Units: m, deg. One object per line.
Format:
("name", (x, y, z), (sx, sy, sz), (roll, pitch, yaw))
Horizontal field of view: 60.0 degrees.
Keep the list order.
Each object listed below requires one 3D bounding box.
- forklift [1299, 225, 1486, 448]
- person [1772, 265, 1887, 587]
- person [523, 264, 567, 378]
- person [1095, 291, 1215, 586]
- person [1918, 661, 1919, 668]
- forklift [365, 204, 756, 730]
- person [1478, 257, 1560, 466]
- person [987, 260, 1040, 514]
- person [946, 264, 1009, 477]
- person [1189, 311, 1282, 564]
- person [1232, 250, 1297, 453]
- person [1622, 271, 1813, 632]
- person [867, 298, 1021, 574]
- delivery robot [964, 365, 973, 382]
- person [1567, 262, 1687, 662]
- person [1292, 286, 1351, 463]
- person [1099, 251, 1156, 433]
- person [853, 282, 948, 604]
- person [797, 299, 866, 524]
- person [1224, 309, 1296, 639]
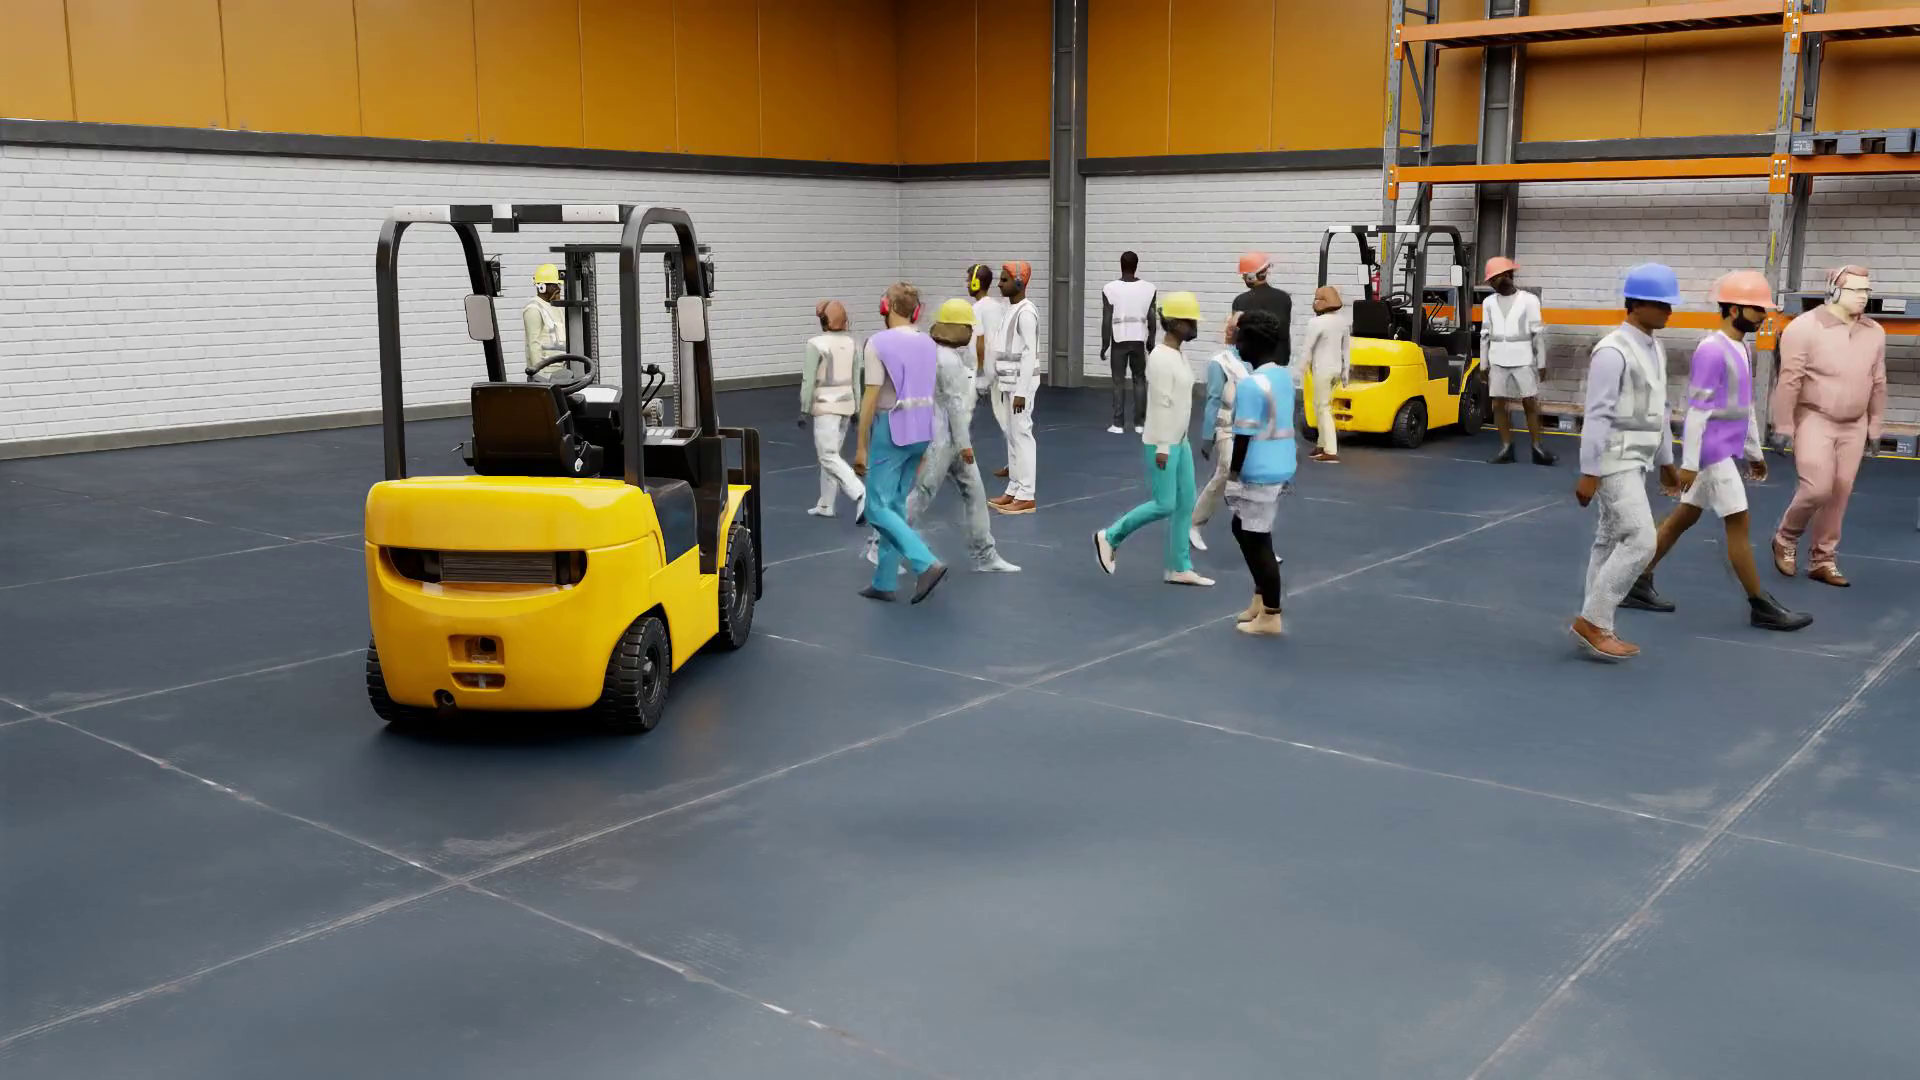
("forklift", (4.449, -2.115, 16.993), (1.214, 2.155, 2.313), (8, 13, 38))
("person", (5.132, -0.663, 9.782), (0.673, 1.889, 0.418), (-2, 10, -10))
("person", (-3.696, -1.563, 14.969), (0.403, 1.824, 0.593), (1, 10, 7))
("person", (1.164, -0.586, 9.749), (0.618, 1.743, 0.523), (5, 11, 25))
("person", (4.793, -0.319, 7.754), (0.372, 1.940, 0.631), (9, 14, 41))
("forklift", (-1.766, -0.406, 7.525), (1.214, 2.155, 2.313), (1, 10, 7))
("person", (5.055, -1.597, 14.996), (0.778, 1.881, 0.412), (8, 13, 37))
("person", (0.416, -1.137, 12.437), (0.355, 1.883, 0.575), (-2, 10, -11))
("person", (0.151, -1.444, 14.305), (0.956, 1.818, 0.558), (5, 12, 27))
("person", (1.730, -0.676, 10.696), (0.862, 1.593, 0.515), (10, 14, 43))
("person", (2.632, -1.514, 14.348), (0.618, 1.952, 0.831), (-3, 11, -19))
("person", (4.041, -0.482, 8.864), (1.007, 1.882, 0.560), (7, 13, 36))
("person", (-0.122, -0.616, 10.098), (0.919, 1.702, 0.473), (1, 10, 6))
("delivery robot", (-0.041, -1.992, 20.593), (0.707, 0.478, 0.477), (-8, 13, -39))
("person", (3.215, -0.361, 8.006), (0.451, 1.925, 0.619), (8, 13, 36))
("person", (3.300, -1.524, 15.308), (0.506, 1.615, 0.553), (-9, 14, -41))
("person", (1.776, -2.076, 17.597), (0.613, 1.926, 0.410), (-2, 10, -9))
("person", (-0.304, -0.526, 9.274), (0.607, 1.807, 0.621), (7, 13, 35))
("person", (-0.874, -0.922, 11.992), (0.731, 1.613, 0.520), (8, 13, 37))
("person", (1.510, -0.332, 8.515), (0.443, 1.674, 0.552), (6, 12, 30))
